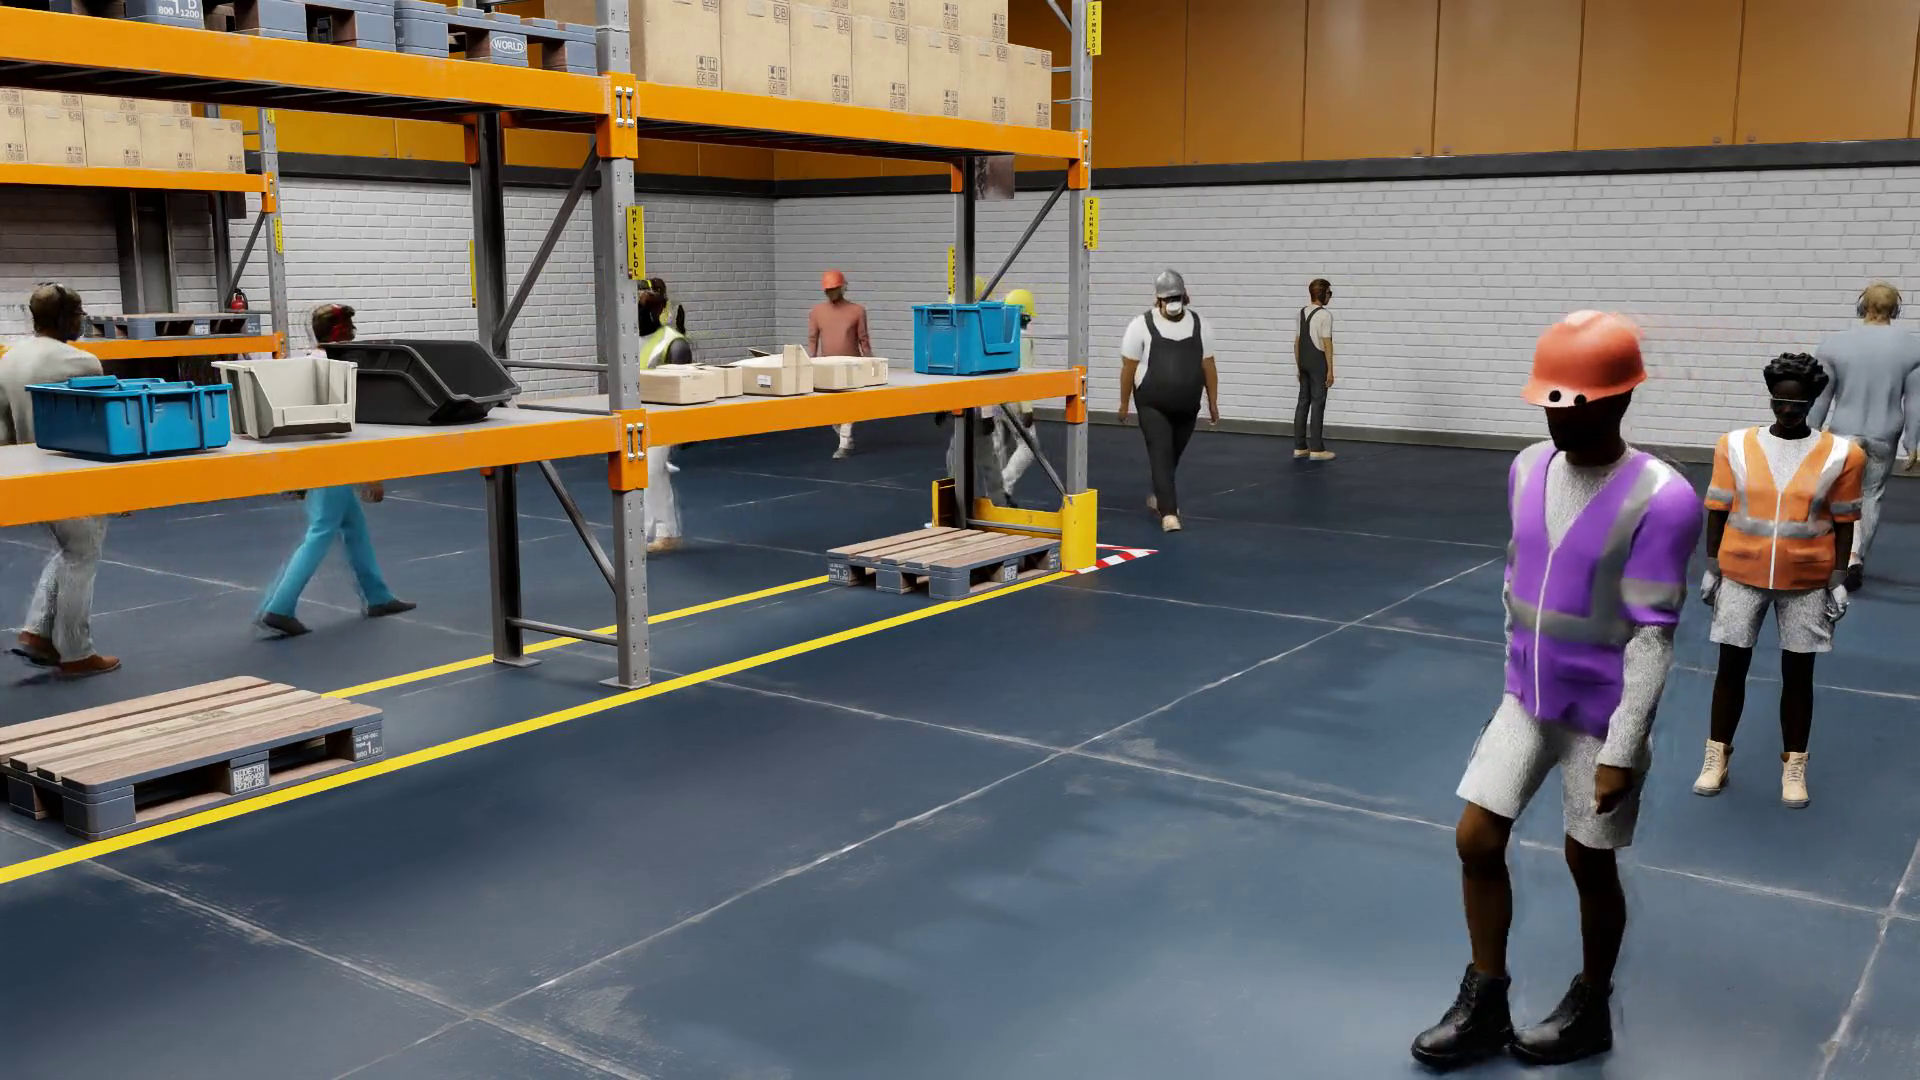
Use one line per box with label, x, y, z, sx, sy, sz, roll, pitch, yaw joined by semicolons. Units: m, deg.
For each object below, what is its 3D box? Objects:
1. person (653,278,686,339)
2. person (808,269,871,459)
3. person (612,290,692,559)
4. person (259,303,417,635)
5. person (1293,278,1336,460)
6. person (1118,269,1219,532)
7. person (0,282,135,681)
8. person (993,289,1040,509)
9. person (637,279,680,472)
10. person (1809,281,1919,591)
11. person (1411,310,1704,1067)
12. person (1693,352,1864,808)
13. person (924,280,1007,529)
person;-3.569;-2.171;19.627;0.628;1.814;0.805;0;10;3
person;-1.244;-1.851;17.345;0.664;1.953;0.880;1;10;8
person;-2.203;-0.773;11.303;0.655;1.816;0.811;8;12;39
person;-3.474;-0.399;9.144;0.585;1.803;0.968;8;13;40
person;3.623;-1.740;16.980;0.327;1.843;0.516;-5;11;-29
person;1.612;-1.133;12.784;0.736;2.000;1.068;-2;10;-13
person;-4.294;-0.274;8.021;0.632;1.920;0.428;6;11;30
person;0.385;-1.084;13.203;0.418;1.798;0.685;-6;11;-33
person;-2.897;-1.540;15.763;0.603;1.850;0.565;-8;12;-38
person;5.601;-0.643;10.280;0.637;1.909;0.916;4;10;20
person;1.421;0.410;3.992;0.712;1.902;0.572;-5;11;-28
person;3.037;0.147;6.197;0.530;1.692;0.321;6;11;30
person;0.056;-0.972;12.221;0.716;1.898;0.624;0;10;2
